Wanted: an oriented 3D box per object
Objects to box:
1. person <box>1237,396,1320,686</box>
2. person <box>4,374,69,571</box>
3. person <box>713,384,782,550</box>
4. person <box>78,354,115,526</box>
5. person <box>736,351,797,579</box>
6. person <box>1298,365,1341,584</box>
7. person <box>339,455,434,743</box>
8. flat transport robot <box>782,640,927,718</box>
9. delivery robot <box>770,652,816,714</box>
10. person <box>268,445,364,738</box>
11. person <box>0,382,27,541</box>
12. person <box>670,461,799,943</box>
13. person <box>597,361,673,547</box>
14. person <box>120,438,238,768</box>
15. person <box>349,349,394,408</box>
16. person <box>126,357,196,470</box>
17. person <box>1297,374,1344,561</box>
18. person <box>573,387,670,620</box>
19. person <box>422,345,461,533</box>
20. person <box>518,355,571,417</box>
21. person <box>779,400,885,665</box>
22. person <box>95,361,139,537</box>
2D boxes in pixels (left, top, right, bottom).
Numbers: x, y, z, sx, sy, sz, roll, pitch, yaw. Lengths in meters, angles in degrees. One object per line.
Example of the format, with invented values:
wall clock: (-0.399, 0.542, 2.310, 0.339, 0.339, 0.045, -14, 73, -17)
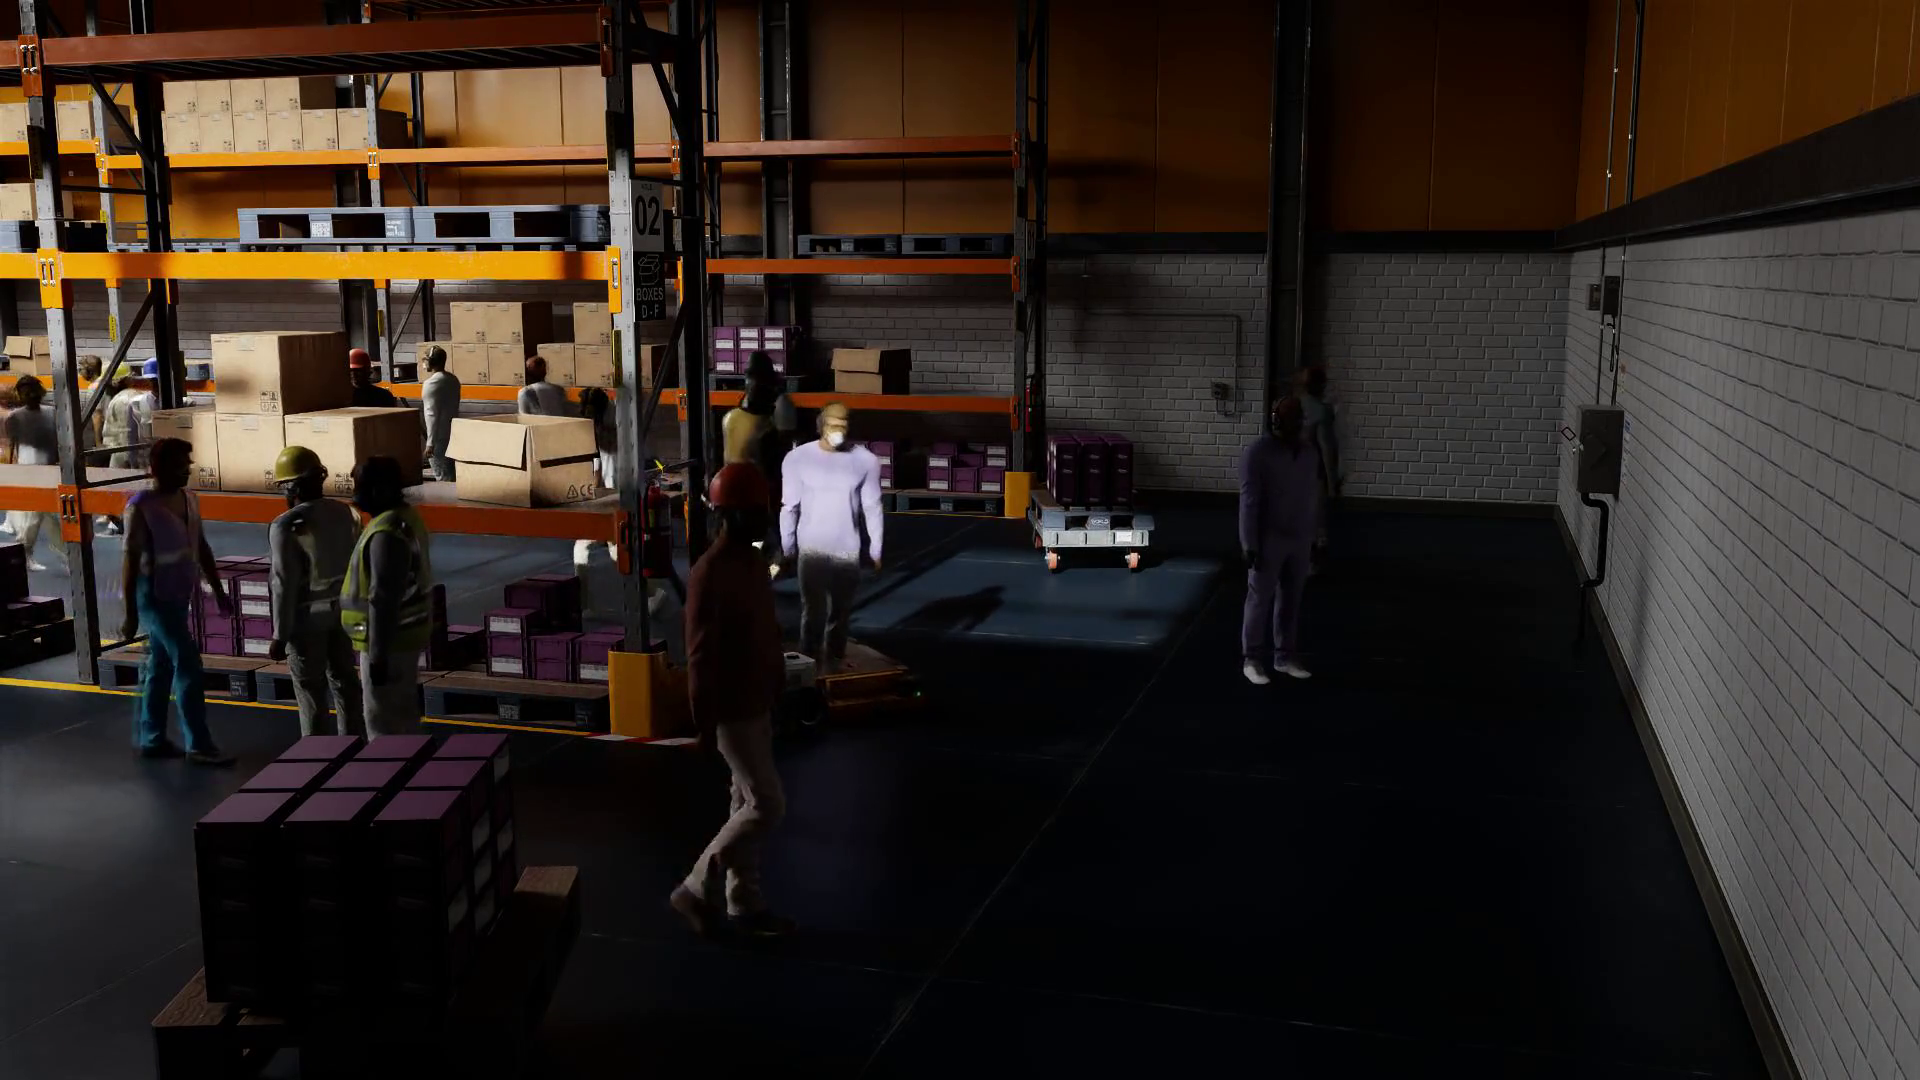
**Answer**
person: (2.130, 0.000, 10.977, 0.651, 1.904, 0.403, -6, 11, -31)
person: (-8.151, -0.572, 14.787, 1.030, 1.801, 0.549, 4, 10, 21)
person: (-1.741, -0.421, 13.912, 0.715, 1.789, 0.428, 8, 12, 41)
person: (-9.122, -1.060, 17.696, 0.467, 1.818, 0.538, 0, 9, -2)
person: (-1.812, -0.643, 14.486, 0.704, 2.000, 0.804, 8, 12, 41)
person: (2.918, -0.534, 14.201, 0.838, 1.918, 0.633, -4, 10, -21)
person: (-2.803, 0.499, 8.151, 0.433, 1.841, 0.633, -2, 9, -9)
flat transport robot: (-0.801, 0.856, 10.725, 0.652, 0.197, 1.431, -5, 10, -25)
delivery robot: (-1.209, 0.824, 9.773, 0.707, 0.478, 0.477, -7, 11, -35)
person: (-3.378, 0.413, 8.700, 0.403, 1.826, 0.589, 4, 10, 23)
person: (-9.600, -0.793, 16.770, 0.893, 1.593, 0.516, 7, 11, 36)
person: (-0.862, 0.668, 6.696, 0.438, 1.979, 0.616, 2, 9, 9)
person: (-3.201, -0.851, 16.261, 0.858, 1.880, 0.554, 4, 10, 22)
person: (-4.264, 0.343, 9.154, 0.767, 1.810, 0.581, 0, 9, 1)
person: (-5.524, -0.768, 15.380, 0.611, 1.996, 0.378, -1, 9, -7)
person: (-7.098, -0.658, 14.854, 0.605, 1.949, 0.402, -2, 10, -12)
person: (3.239, -0.664, 15.282, 0.558, 1.837, 0.952, 7, 12, 36)
person: (-2.707, -0.267, 12.828, 0.875, 1.839, 0.519, 3, 10, 20)
person: (-5.357, -1.039, 17.205, 0.374, 1.941, 0.627, 1, 9, 8)
person: (-4.212, -0.979, 17.174, 0.895, 1.849, 0.596, 8, 12, 40)
person: (-0.794, 0.076, 10.450, 0.649, 1.920, 0.535, -2, 10, -13)
person: (-8.437, -0.931, 16.957, 0.726, 1.803, 0.582, -2, 10, -12)
